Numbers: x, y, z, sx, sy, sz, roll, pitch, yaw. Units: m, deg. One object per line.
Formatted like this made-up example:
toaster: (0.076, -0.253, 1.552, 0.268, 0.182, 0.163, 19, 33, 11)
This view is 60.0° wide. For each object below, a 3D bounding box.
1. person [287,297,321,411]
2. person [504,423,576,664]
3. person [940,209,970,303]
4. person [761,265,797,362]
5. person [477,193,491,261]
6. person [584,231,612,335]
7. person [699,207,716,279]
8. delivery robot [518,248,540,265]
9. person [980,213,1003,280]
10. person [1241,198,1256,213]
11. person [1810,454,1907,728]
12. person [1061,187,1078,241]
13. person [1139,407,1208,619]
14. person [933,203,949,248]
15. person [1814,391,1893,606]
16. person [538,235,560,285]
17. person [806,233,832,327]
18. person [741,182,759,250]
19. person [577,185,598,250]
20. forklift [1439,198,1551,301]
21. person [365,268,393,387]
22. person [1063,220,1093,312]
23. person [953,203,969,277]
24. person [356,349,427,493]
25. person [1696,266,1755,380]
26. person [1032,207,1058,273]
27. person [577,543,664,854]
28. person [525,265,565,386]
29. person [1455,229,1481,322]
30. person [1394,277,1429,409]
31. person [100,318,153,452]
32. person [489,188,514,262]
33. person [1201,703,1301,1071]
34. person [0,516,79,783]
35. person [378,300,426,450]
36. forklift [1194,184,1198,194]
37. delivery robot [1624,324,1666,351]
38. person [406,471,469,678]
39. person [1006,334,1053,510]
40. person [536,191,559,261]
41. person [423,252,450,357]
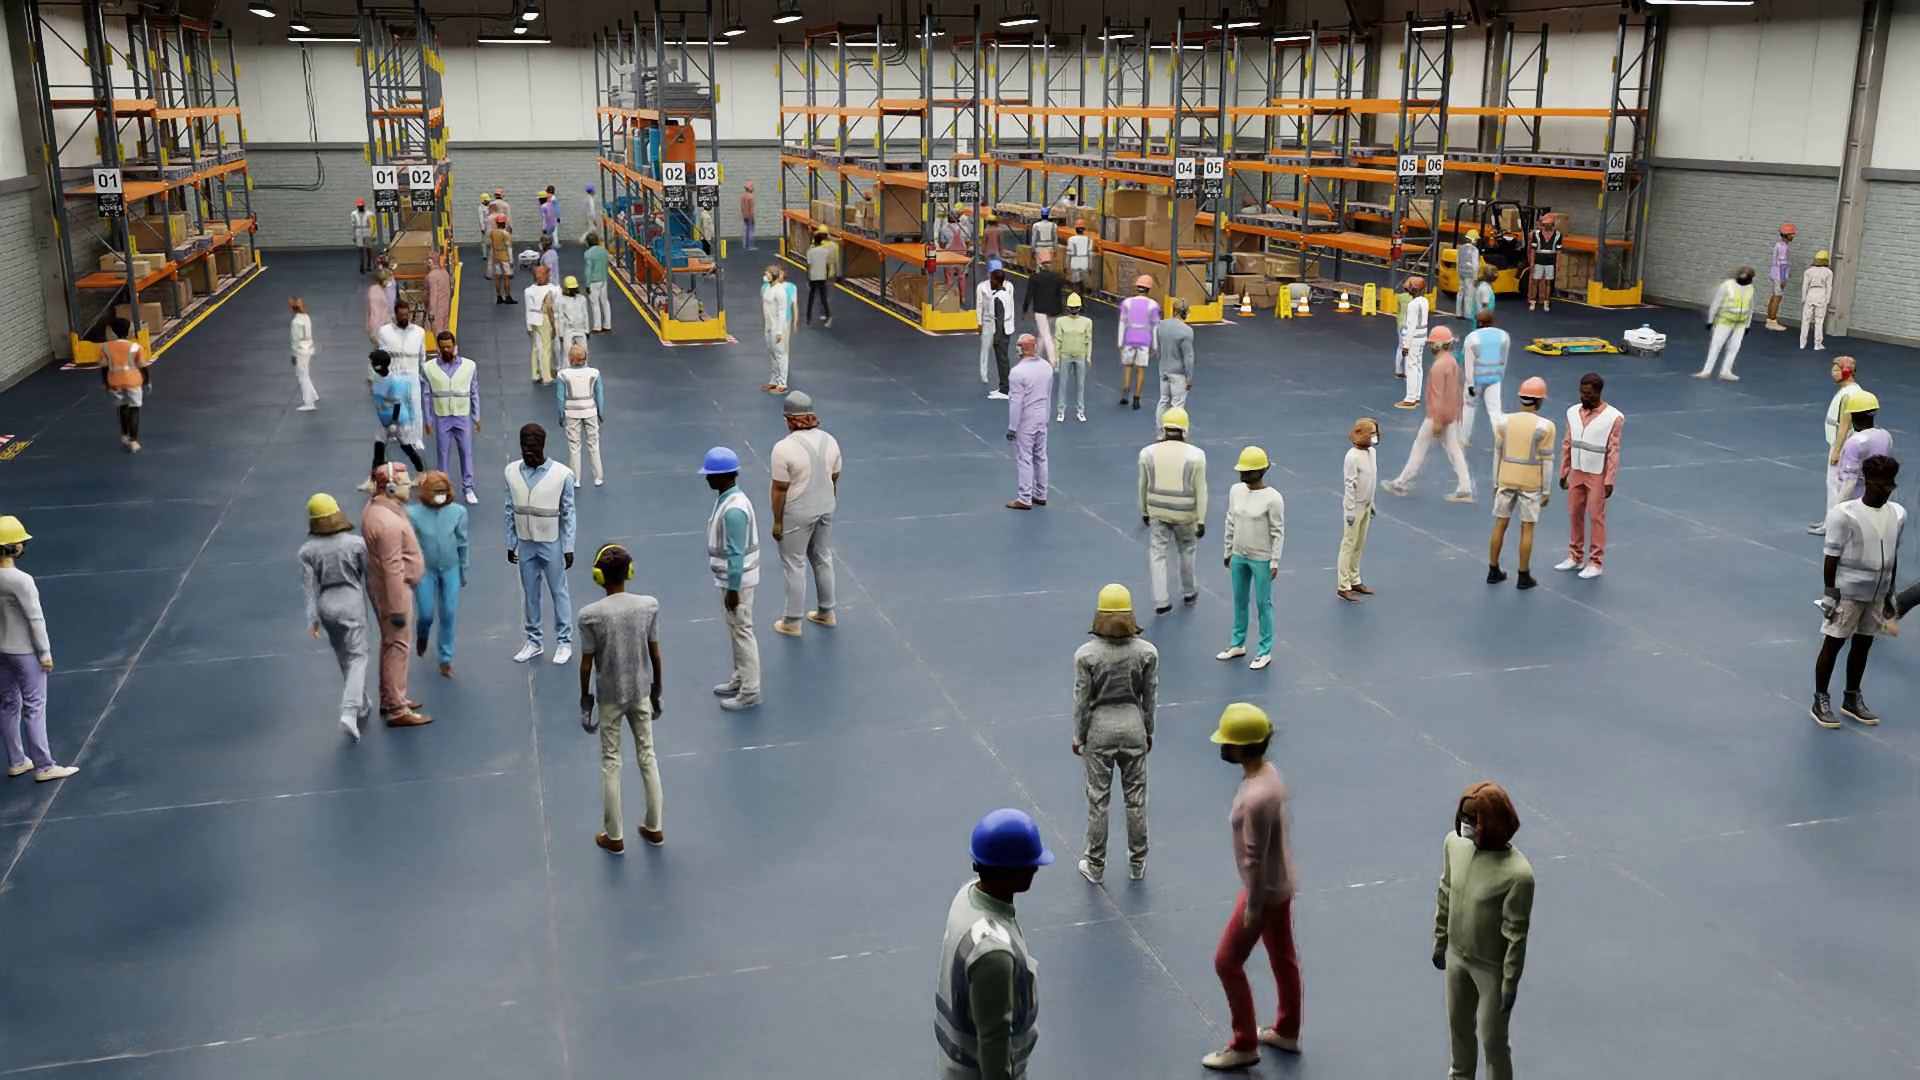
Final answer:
person: (-9.389, -2.646, 23.687, 0.376, 1.623, 0.532, -1, 15, -2)
person: (-3.294, 0.020, 13.097, 0.590, 1.919, 0.392, 3, 15, 13)
person: (-0.146, -6.184, 36.209, 0.678, 2.000, 0.537, -5, 16, -18)
person: (-2.890, -3.513, 26.630, 0.561, 1.800, 0.973, -2, 15, -7)
person: (-12.956, -8.567, 45.574, 0.404, 1.830, 0.602, 2, 15, 7)
person: (-6.847, -4.841, 31.373, 0.363, 1.932, 0.632, 8, 17, 28)
person: (-6.242, -7.470, 41.163, 0.401, 1.986, 0.608, -2, 15, -7)
delivery robot: (-11.246, -7.392, 43.419, 0.477, 0.478, 0.707, 2, 15, 9)
person: (0.728, -6.713, 38.730, 0.542, 1.755, 0.383, -4, 15, -16)
person: (8.317, -8.978, 47.608, 0.539, 1.579, 0.823, -9, 17, -30)
person: (6.357, 0.354, 11.744, 0.606, 1.967, 0.367, -3, 15, -13)
person: (3.164, -9.011, 47.077, 0.609, 1.915, 0.416, -3, 15, -10)
person: (1.868, -0.264, 14.391, 0.619, 1.794, 0.840, 6, 16, 20)
person: (-0.580, -9.617, 49.519, 0.639, 1.839, 0.429, -10, 18, -32)
person: (7.760, -0.334, 14.429, 0.585, 1.917, 0.381, -10, 18, -33)
person: (-7.536, -4.629, 30.552, 0.363, 1.939, 0.636, -1, 15, -4)
person: (-2.746, -5.063, 32.427, 0.519, 1.826, 0.803, -5, 16, -17)
person: (-6.187, -9.475, 48.715, 0.488, 1.978, 0.622, -11, 18, -35)
person: (-10.777, -9.353, 48.345, 0.724, 1.931, 0.615, -5, 16, -19)
forklift: (11.913, -6.508, 37.130, 2.313, 2.155, 1.214, -4, 15, -15)
person: (-8.649, -3.092, 24.826, 0.482, 1.906, 0.694, -3, 15, -13)
person: (2.473, -5.765, 34.926, 0.549, 1.883, 0.985, -5, 16, -18)
person: (0.021, -7.480, 41.547, 0.407, 1.800, 0.653, -9, 17, -30)
person: (-6.432, -1.348, 18.772, 0.572, 1.632, 0.875, 11, 19, 37)
person: (12.101, -3.407, 26.224, 0.775, 1.803, 0.447, -2, 15, -6)
person: (1.932, -6.615, 38.005, 0.615, 1.946, 0.391, -2, 15, -7)
person: (-1.986, 0.933, 9.777, 0.516, 1.862, 0.324, -8, 17, -28)
person: (-6.428, -3.343, 25.851, 0.593, 1.869, 0.538, -3, 15, -10)
person: (10.139, -5.264, 33.143, 0.403, 1.832, 0.593, -5, 16, -18)
person: (6.513, -2.832, 23.896, 0.354, 1.883, 0.576, 10, 18, 32)
person: (-10.515, -1.974, 21.045, 0.554, 1.672, 0.602, -2, 15, -6)
person: (-12.417, -8.498, 45.008, 0.609, 1.993, 0.382, 2, 15, 6)
person: (1.346, 1.578, 7.577, 0.501, 1.737, 0.542, 4, 15, 14)
person: (-6.093, 0.709, 10.797, 0.526, 1.768, 0.315, 7, 16, 24)
person: (-7.124, -2.136, 21.282, 0.598, 1.889, 0.889, -7, 16, -24)
forklift: (7.392, -11.333, 53.972, 1.873, 2.768, 1.129, -4, 15, -15)
delivery robot: (11.814, -3.477, 28.690, 0.477, 0.478, 0.707, -5, 16, -20)
person: (-4.048, 0.234, 12.848, 0.525, 1.612, 0.457, -8, 17, -28)
person: (0.721, -1.279, 18.015, 0.399, 1.905, 0.642, 13, 20, 40)
person: (-11.281, -8.558, 45.460, 0.639, 1.894, 0.590, 2, 15, 8)
person: (-8.664, -3.808, 27.523, 0.405, 1.906, 0.652, 1, 15, 4)
